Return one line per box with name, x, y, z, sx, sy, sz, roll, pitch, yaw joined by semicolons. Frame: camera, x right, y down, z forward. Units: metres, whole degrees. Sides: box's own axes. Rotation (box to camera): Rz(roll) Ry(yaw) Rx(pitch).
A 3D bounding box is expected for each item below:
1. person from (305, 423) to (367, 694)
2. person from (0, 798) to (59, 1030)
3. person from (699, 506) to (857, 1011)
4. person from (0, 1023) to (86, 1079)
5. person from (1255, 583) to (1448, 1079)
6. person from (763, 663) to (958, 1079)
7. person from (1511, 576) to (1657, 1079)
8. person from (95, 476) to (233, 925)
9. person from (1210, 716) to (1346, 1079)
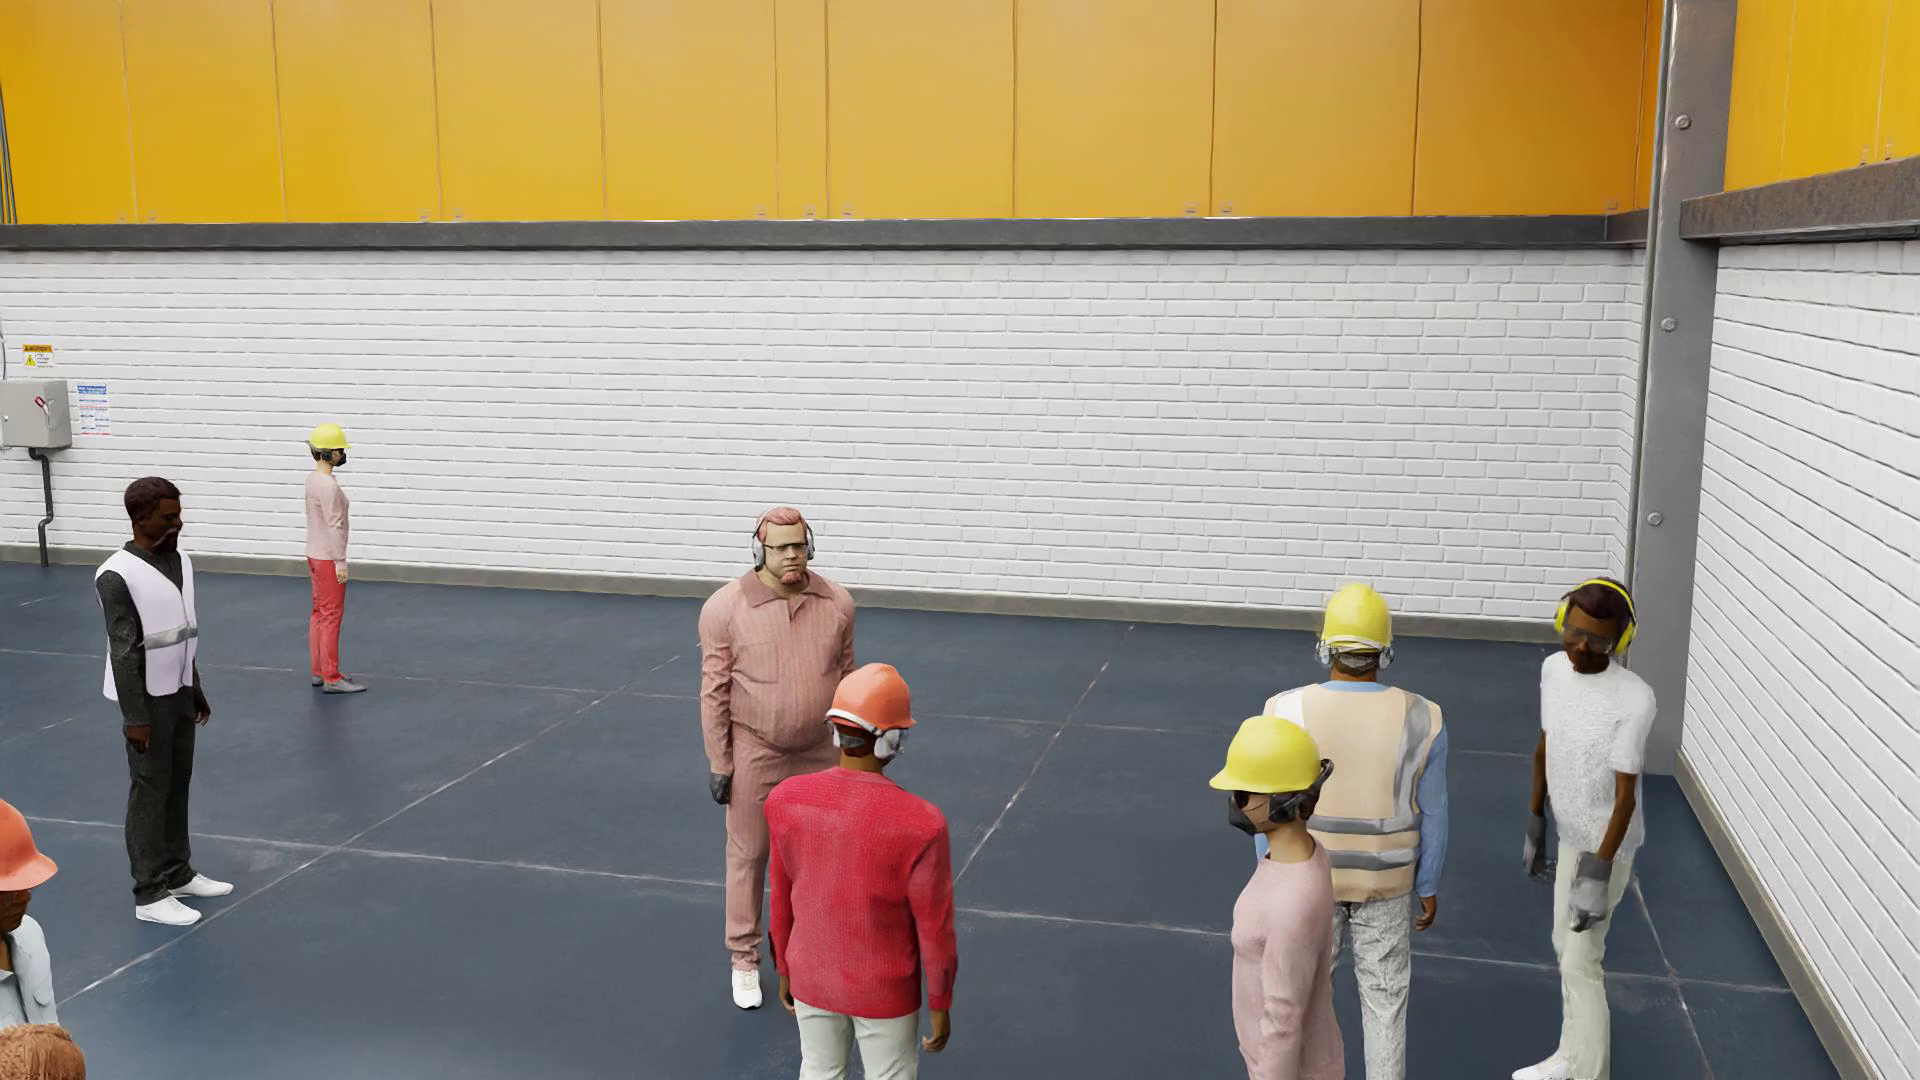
person;-4.105;0.118;10.888;0.328;1.767;0.531;-7;12;-34
person;-2.018;1.377;3.508;0.343;1.749;0.573;-1;10;-4
person;-0.663;0.816;6.359;0.639;1.910;0.407;-5;11;-27
person;-1.588;1.586;2.743;0.749;1.592;0.524;-9;13;-44
person;1.225;1.041;5.252;0.590;1.833;0.404;2;10;10
person;-0.260;1.197;4.610;0.573;1.740;0.349;4;11;24
person;2.021;1.002;5.440;0.400;1.849;0.567;-2;10;-9
person;-3.446;0.676;7.156;0.391;1.918;0.593;0;10;0
person;0.758;1.285;4.029;0.339;1.762;0.525;2;10;11
